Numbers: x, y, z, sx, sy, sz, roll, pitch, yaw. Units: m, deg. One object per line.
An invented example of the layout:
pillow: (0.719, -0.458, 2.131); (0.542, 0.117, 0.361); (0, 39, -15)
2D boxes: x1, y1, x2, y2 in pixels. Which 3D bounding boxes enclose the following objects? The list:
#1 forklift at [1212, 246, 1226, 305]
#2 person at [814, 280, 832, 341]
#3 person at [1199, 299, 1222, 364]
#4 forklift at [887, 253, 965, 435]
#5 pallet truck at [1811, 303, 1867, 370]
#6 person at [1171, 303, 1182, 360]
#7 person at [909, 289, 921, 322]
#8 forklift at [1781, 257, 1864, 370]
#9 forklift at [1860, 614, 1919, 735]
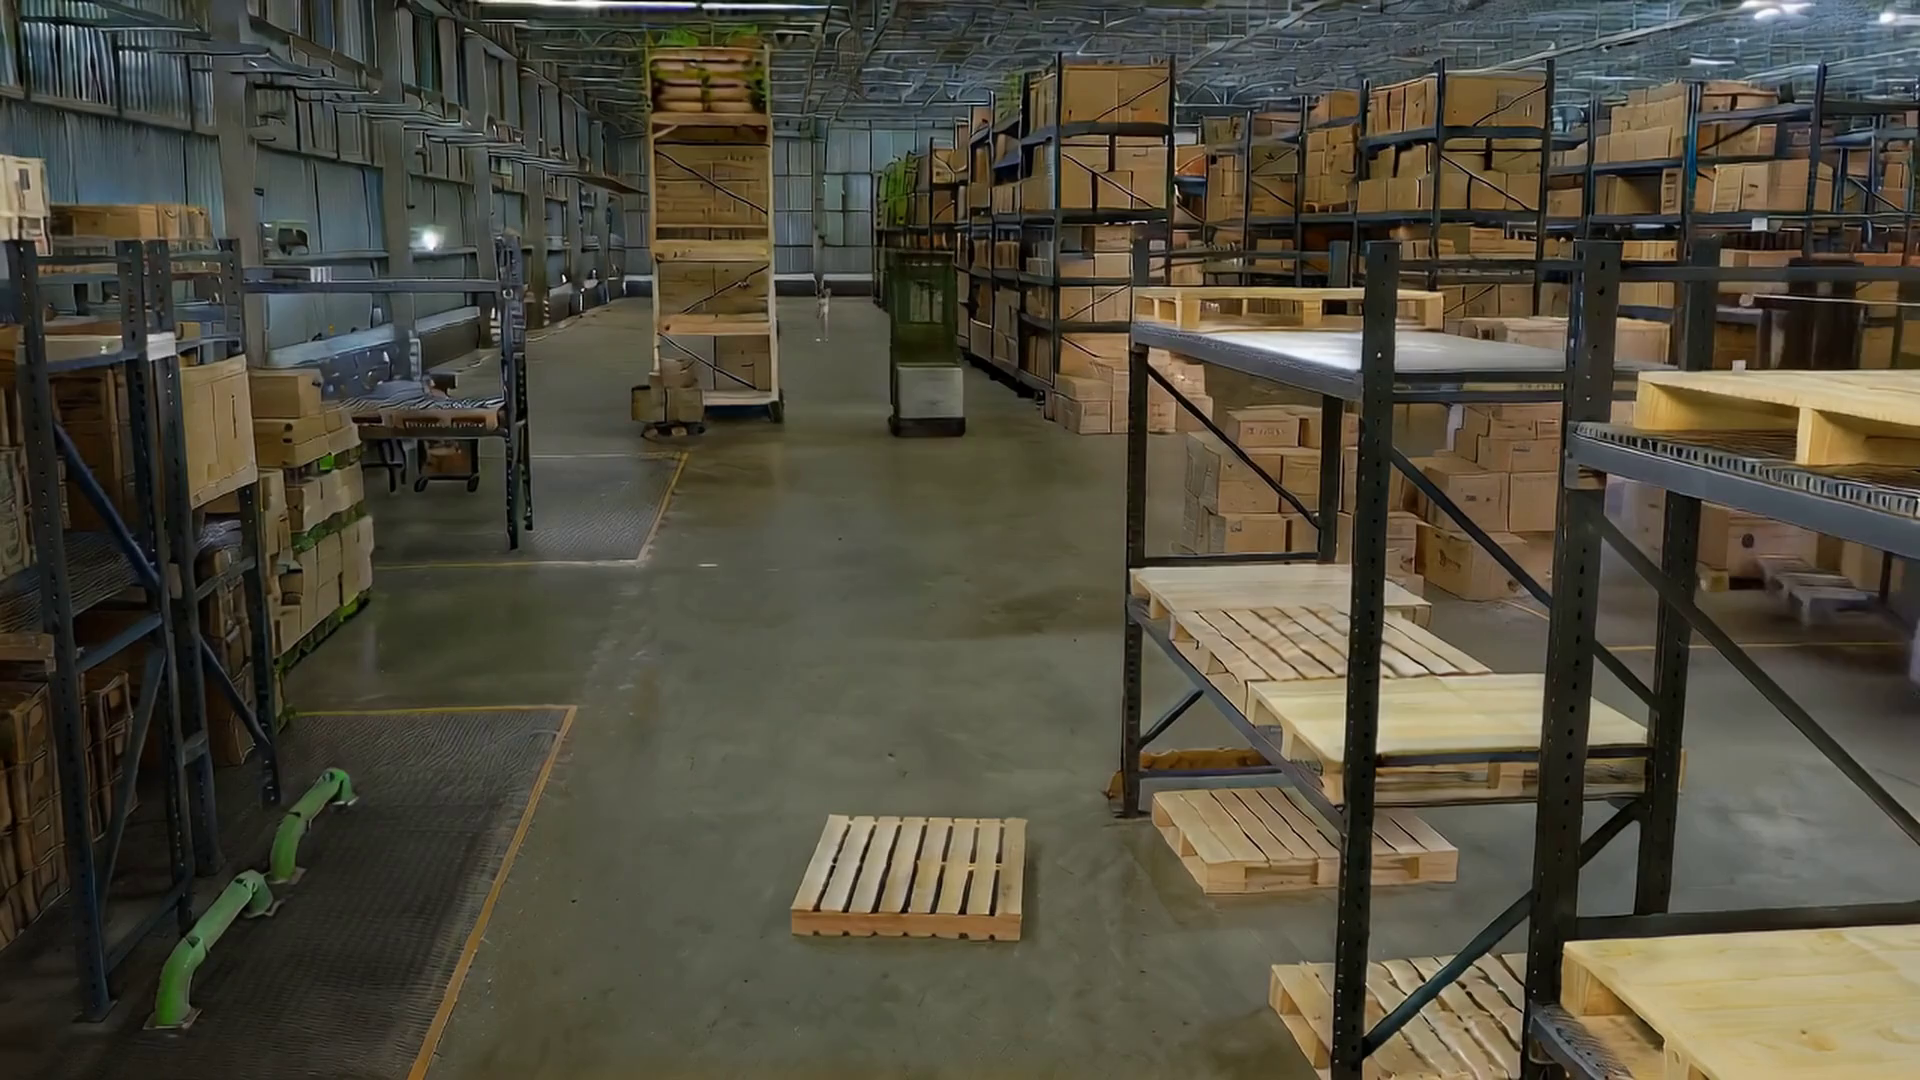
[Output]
forklift: (9.000, -9.323, 60.592); (1.129, 2.768, 1.873); (-1, 10, -6)
person: (-4.155, -6.954, 50.352); (0.563, 1.838, 0.390); (3, 11, 16)
person: (6.120, -5.250, 41.049); (0.672, 1.805, 0.781); (-5, 11, -26)
forklift: (-0.541, -3.118, 26.210); (1.129, 2.768, 1.873); (-1, 10, -6)
pallet truck: (15.846, -3.142, 28.793); (1.885, 1.965, 0.823); (2, 10, 12)
person: (5.442, -5.255, 41.621); (0.525, 1.592, 0.886); (1, 10, 3)
person: (-1.412, -6.670, 49.443); (0.826, 1.590, 0.503); (7, 13, 35)
forklift: (10.001, -1.896, 19.437); (1.873, 2.768, 1.129); (-1, 10, -6)
forklift: (6.394, -0.184, 9.951); (1.129, 2.768, 1.873); (2, 11, 13)
